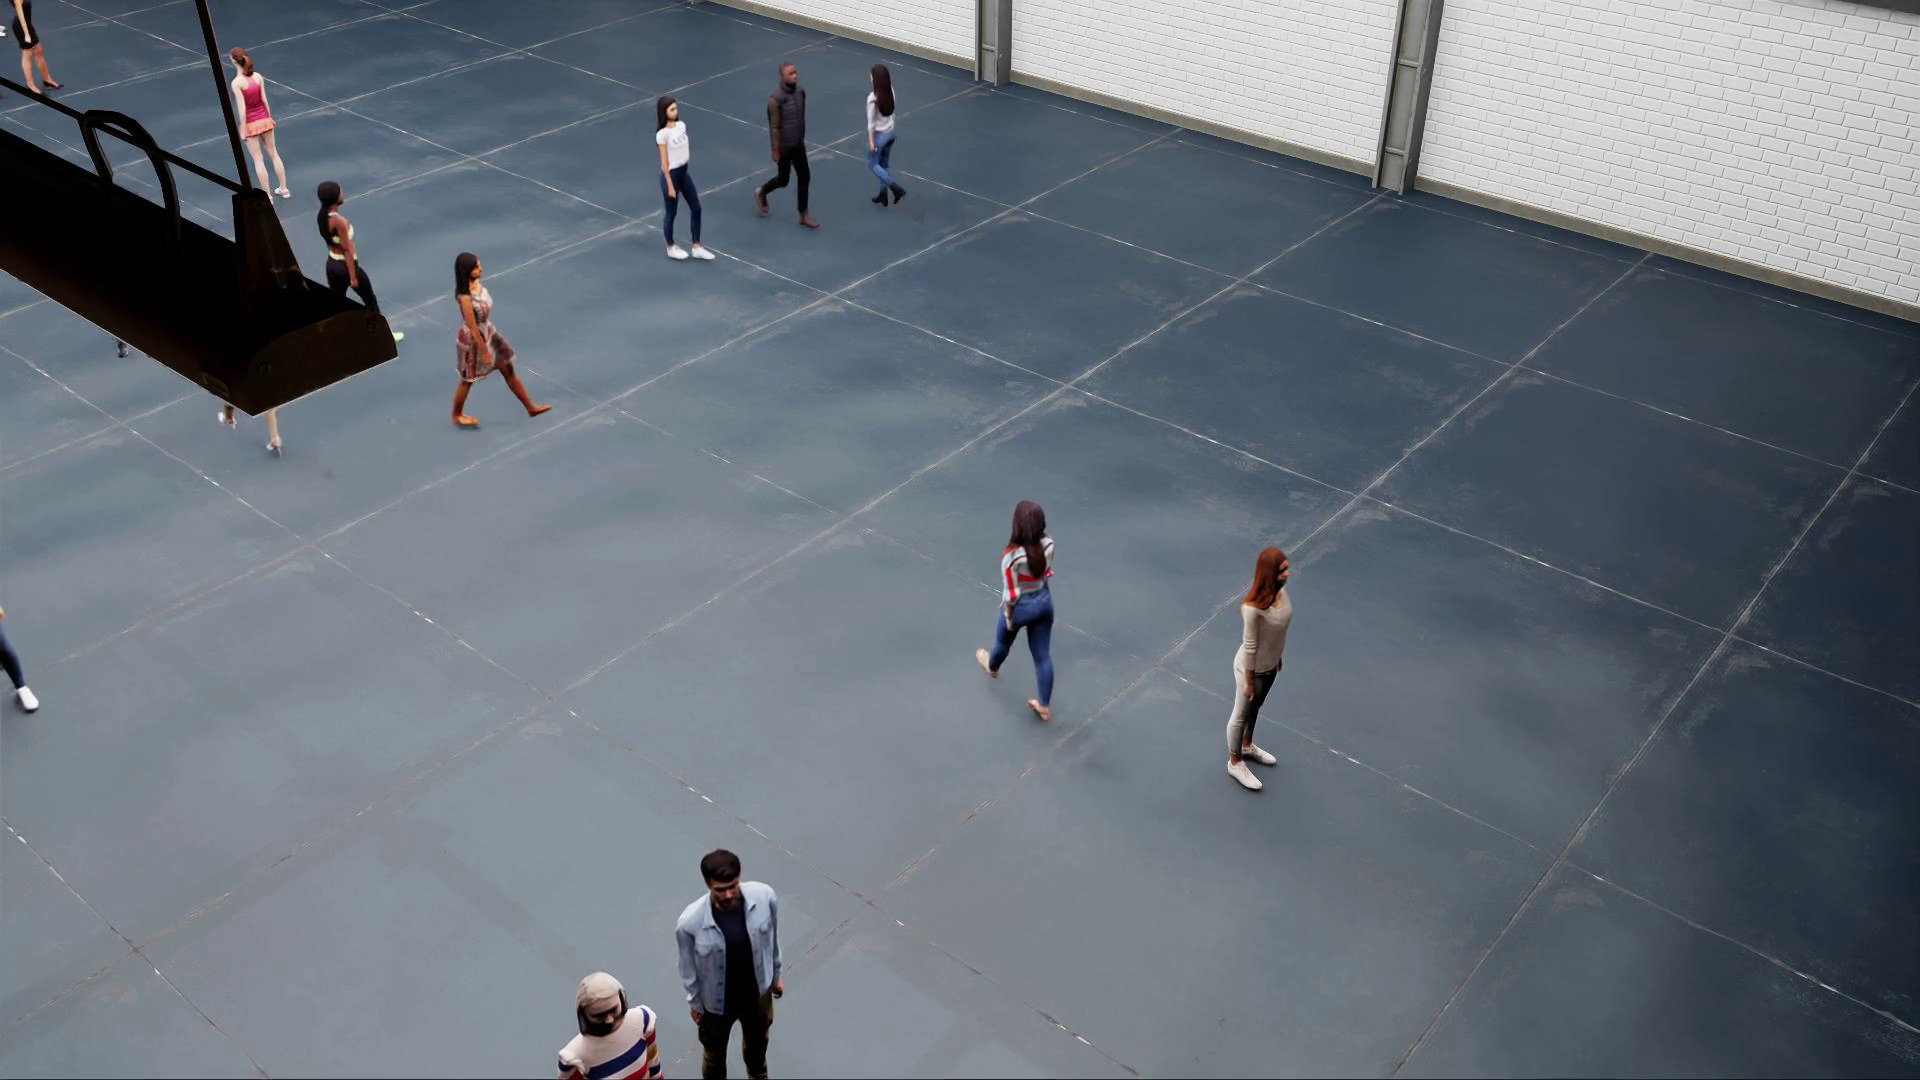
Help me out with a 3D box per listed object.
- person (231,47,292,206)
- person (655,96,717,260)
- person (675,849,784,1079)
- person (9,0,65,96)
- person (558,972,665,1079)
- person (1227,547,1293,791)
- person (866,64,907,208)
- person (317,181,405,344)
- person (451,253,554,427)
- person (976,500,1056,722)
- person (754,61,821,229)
[{"bbox_3d":[-7.851,-4.632,18.555,0.598,1.754,0.595,19,38,26],"label":"person"},{"bbox_3d":[-3.013,-3.728,17.190,0.822,1.759,0.702,18,38,25],"label":"person"},{"bbox_3d":[-1.118,2.213,8.205,0.746,1.811,0.706,-16,37,-22],"label":"person"},{"bbox_3d":[-12.216,-6.614,21.644,0.787,1.636,0.725,-9,35,-13],"label":"person"},{"bbox_3d":[-1.543,2.628,7.583,0.680,1.809,0.554,-27,42,-34],"label":"person"},{"bbox_3d":[1.864,0.772,10.462,0.570,1.713,0.605,21,39,28],"label":"person"},{"bbox_3d":[-0.805,-4.431,18.377,0.773,1.616,0.609,23,40,31],"label":"person"},{"bbox_3d":[-5.723,-2.402,15.241,1.074,1.709,0.692,22,39,29],"label":"person"},{"bbox_3d":[-4.210,-1.670,14.241,1.203,1.597,1.066,1,34,2],"label":"person"},{"bbox_3d":[0.503,0.500,10.997,0.822,1.573,1.095,-18,38,-25],"label":"person"},{"bbox_3d":[-1.910,-4.282,17.977,1.081,1.811,0.726,23,40,31],"label":"person"}]
